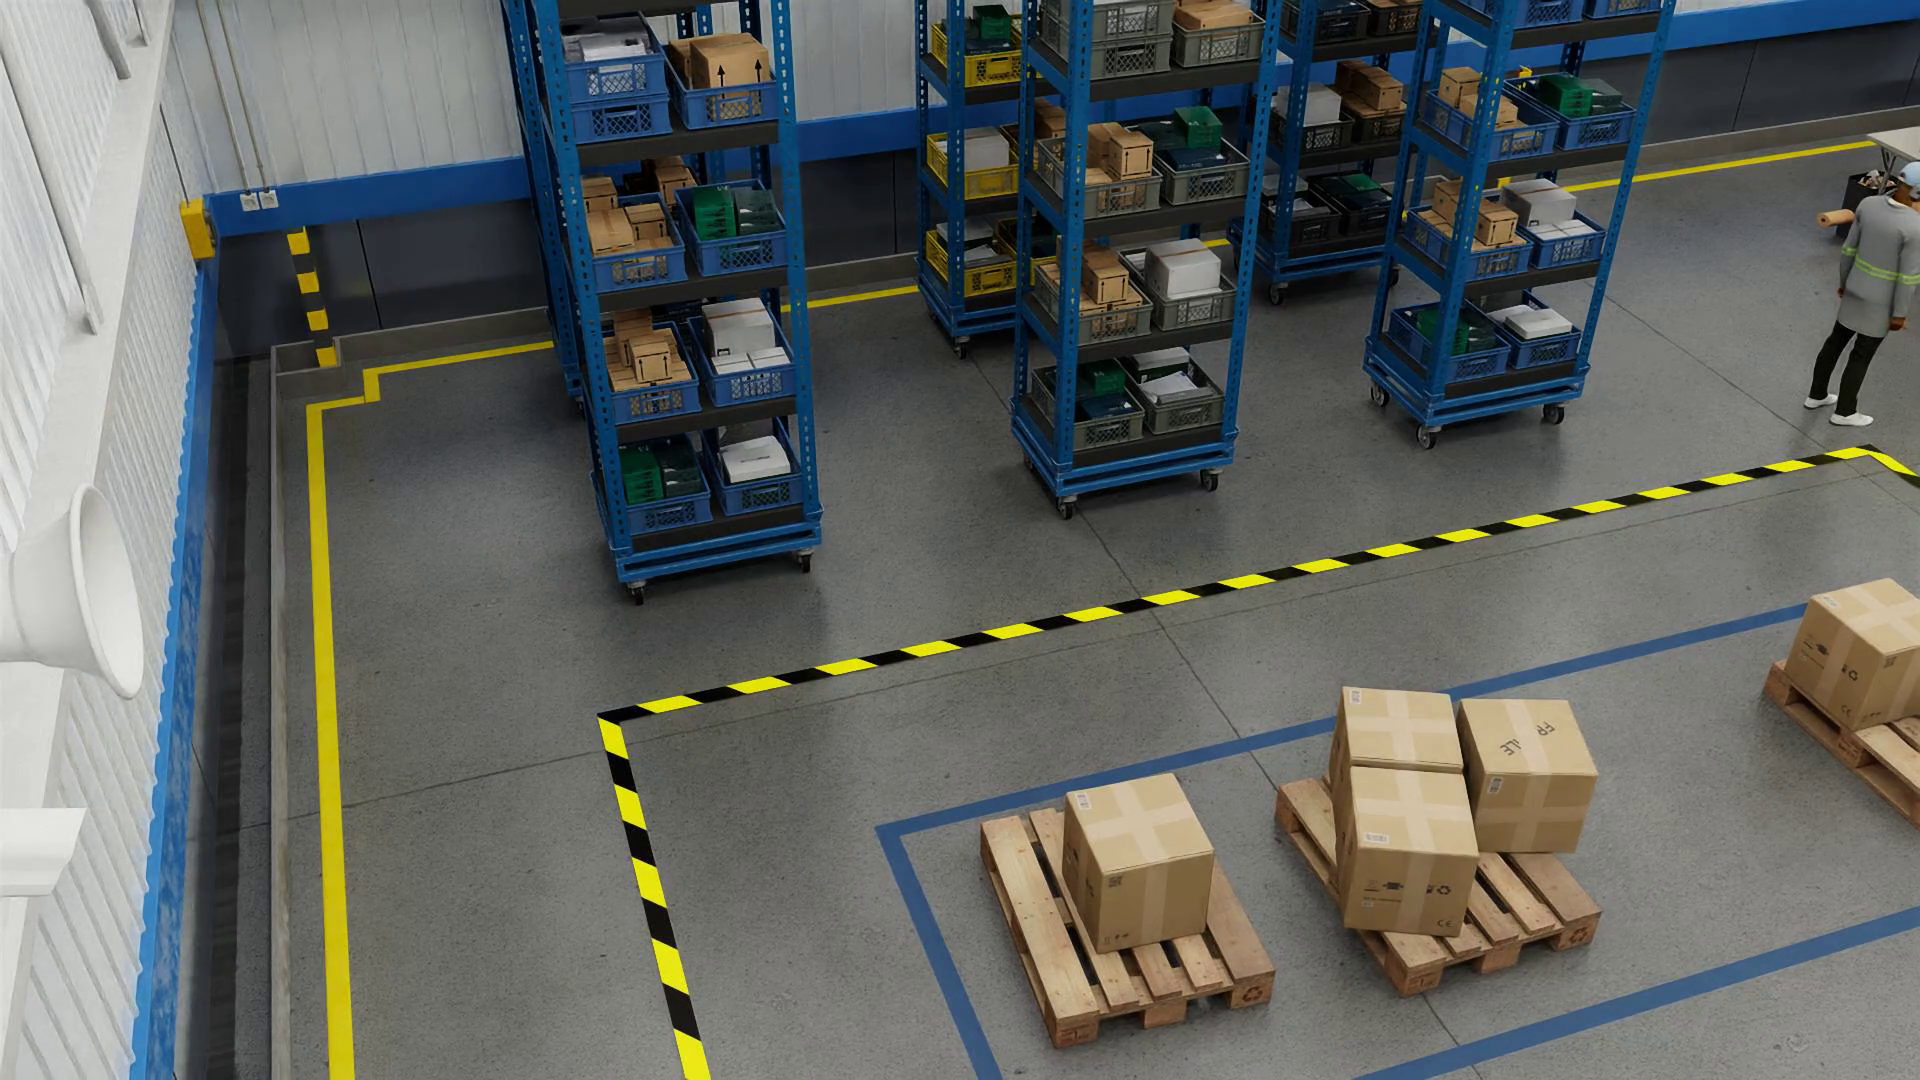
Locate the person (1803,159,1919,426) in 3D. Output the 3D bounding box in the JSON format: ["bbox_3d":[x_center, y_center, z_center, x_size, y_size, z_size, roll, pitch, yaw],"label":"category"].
[{"bbox_3d":[6.055,-1.629,10.996,0.397,1.847,0.587,-11,37,-15],"label":"person"}]
